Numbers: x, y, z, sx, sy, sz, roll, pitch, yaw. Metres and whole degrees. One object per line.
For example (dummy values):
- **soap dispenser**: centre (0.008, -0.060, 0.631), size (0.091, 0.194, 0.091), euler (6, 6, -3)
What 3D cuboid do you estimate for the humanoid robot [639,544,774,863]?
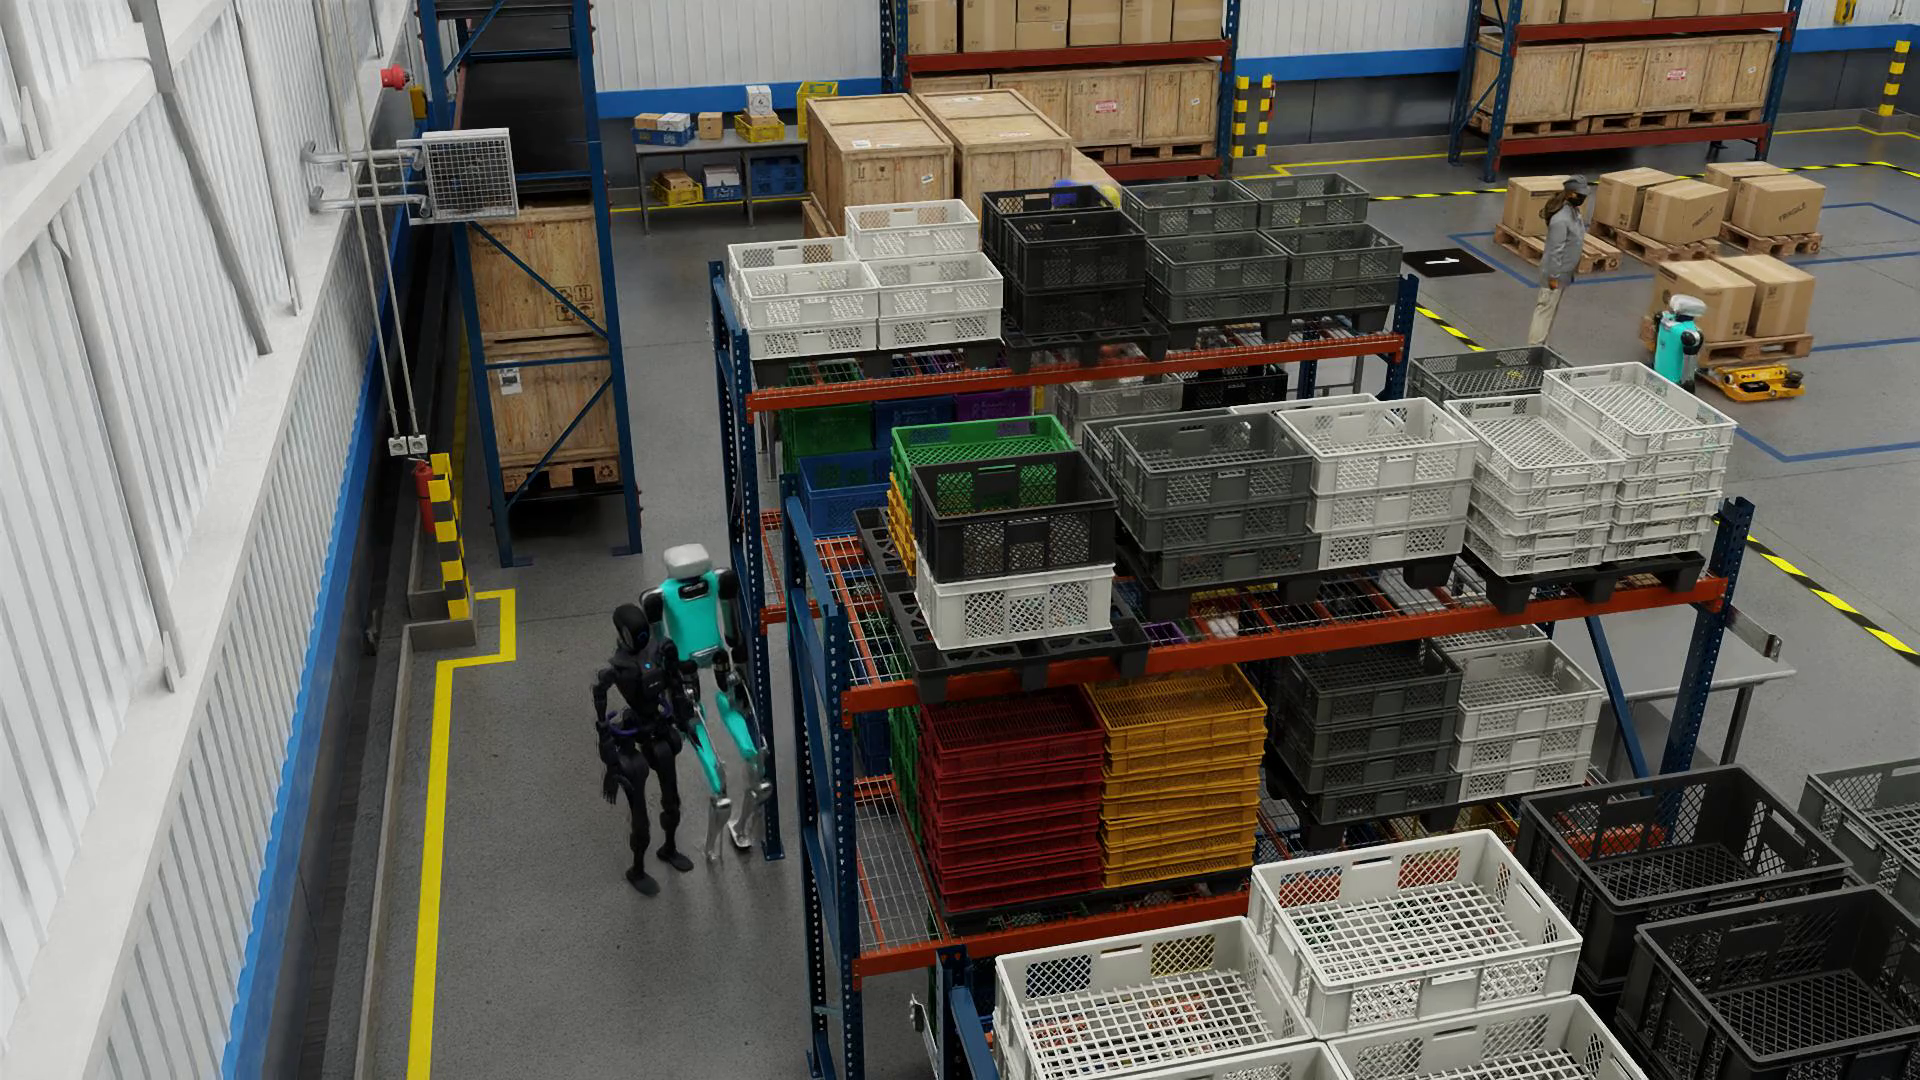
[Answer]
- **humanoid robot**: centre (-1.257, 0.941, 8.721), size (0.542, 1.801, 0.769), euler (-17, 32, -29)

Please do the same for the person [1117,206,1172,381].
- **person**: centre (1.497, -1.651, 13.280), size (0.610, 2.039, 0.387), euler (-18, 33, -30)

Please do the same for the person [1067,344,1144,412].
- **person**: centre (0.965, -0.449, 11.185), size (0.619, 1.865, 0.613), euler (4, 28, 8)

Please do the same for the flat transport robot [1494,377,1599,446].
- **flat transport robot**: centre (4.780, -1.036, 14.013), size (0.659, 0.231, 1.431), euler (-6, 28, -12)

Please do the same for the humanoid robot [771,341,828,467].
- **humanoid robot**: centre (-1.102, -0.855, 12.167), size (0.513, 1.626, 0.589), euler (-24, 36, -38)

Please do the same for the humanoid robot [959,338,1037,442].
- **humanoid robot**: centre (0.300, -0.504, 11.321), size (0.534, 1.691, 0.739), euler (-4, 28, -8)

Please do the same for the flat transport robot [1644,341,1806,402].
- **flat transport robot**: centre (6.944, -1.640, 15.128), size (0.652, 0.197, 1.431), euler (-6, 28, -12)

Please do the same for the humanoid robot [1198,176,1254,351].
- **humanoid robot**: centre (2.548, -2.628, 15.573), size (0.618, 1.628, 0.727), euler (17, 32, 30)

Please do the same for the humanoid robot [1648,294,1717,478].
- **humanoid robot**: centre (5.418, -0.967, 12.264), size (0.772, 1.730, 0.545), euler (-3, 28, -6)

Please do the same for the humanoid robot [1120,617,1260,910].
- **humanoid robot**: centre (1.003, 1.237, 8.136), size (0.935, 1.736, 0.551), euler (-11, 30, -20)

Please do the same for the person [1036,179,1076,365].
- **person**: centre (1.057, -2.228, 14.558), size (0.839, 1.881, 0.625), euler (15, 31, 26)

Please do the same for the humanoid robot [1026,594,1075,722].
- **humanoid robot**: centre (0.692, 0.956, 8.758), size (0.844, 1.870, 0.573), euler (-13, 31, -23)

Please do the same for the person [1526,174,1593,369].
- **person**: centre (5.414, -2.447, 15.078), size (0.395, 1.767, 0.572), euler (15, 31, 26)

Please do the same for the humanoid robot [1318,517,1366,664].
- **humanoid robot**: centre (2.451, 0.116, 10.324), size (0.611, 1.645, 0.481), euler (-20, 34, -33)

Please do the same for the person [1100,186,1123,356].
- **person**: centre (1.259, -2.193, 14.529), size (0.599, 1.830, 0.404), euler (4, 28, 8)

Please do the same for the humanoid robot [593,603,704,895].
- **humanoid robot**: centre (-1.606, 1.044, 8.551), size (0.315, 1.654, 0.603), euler (22, 35, 36)
